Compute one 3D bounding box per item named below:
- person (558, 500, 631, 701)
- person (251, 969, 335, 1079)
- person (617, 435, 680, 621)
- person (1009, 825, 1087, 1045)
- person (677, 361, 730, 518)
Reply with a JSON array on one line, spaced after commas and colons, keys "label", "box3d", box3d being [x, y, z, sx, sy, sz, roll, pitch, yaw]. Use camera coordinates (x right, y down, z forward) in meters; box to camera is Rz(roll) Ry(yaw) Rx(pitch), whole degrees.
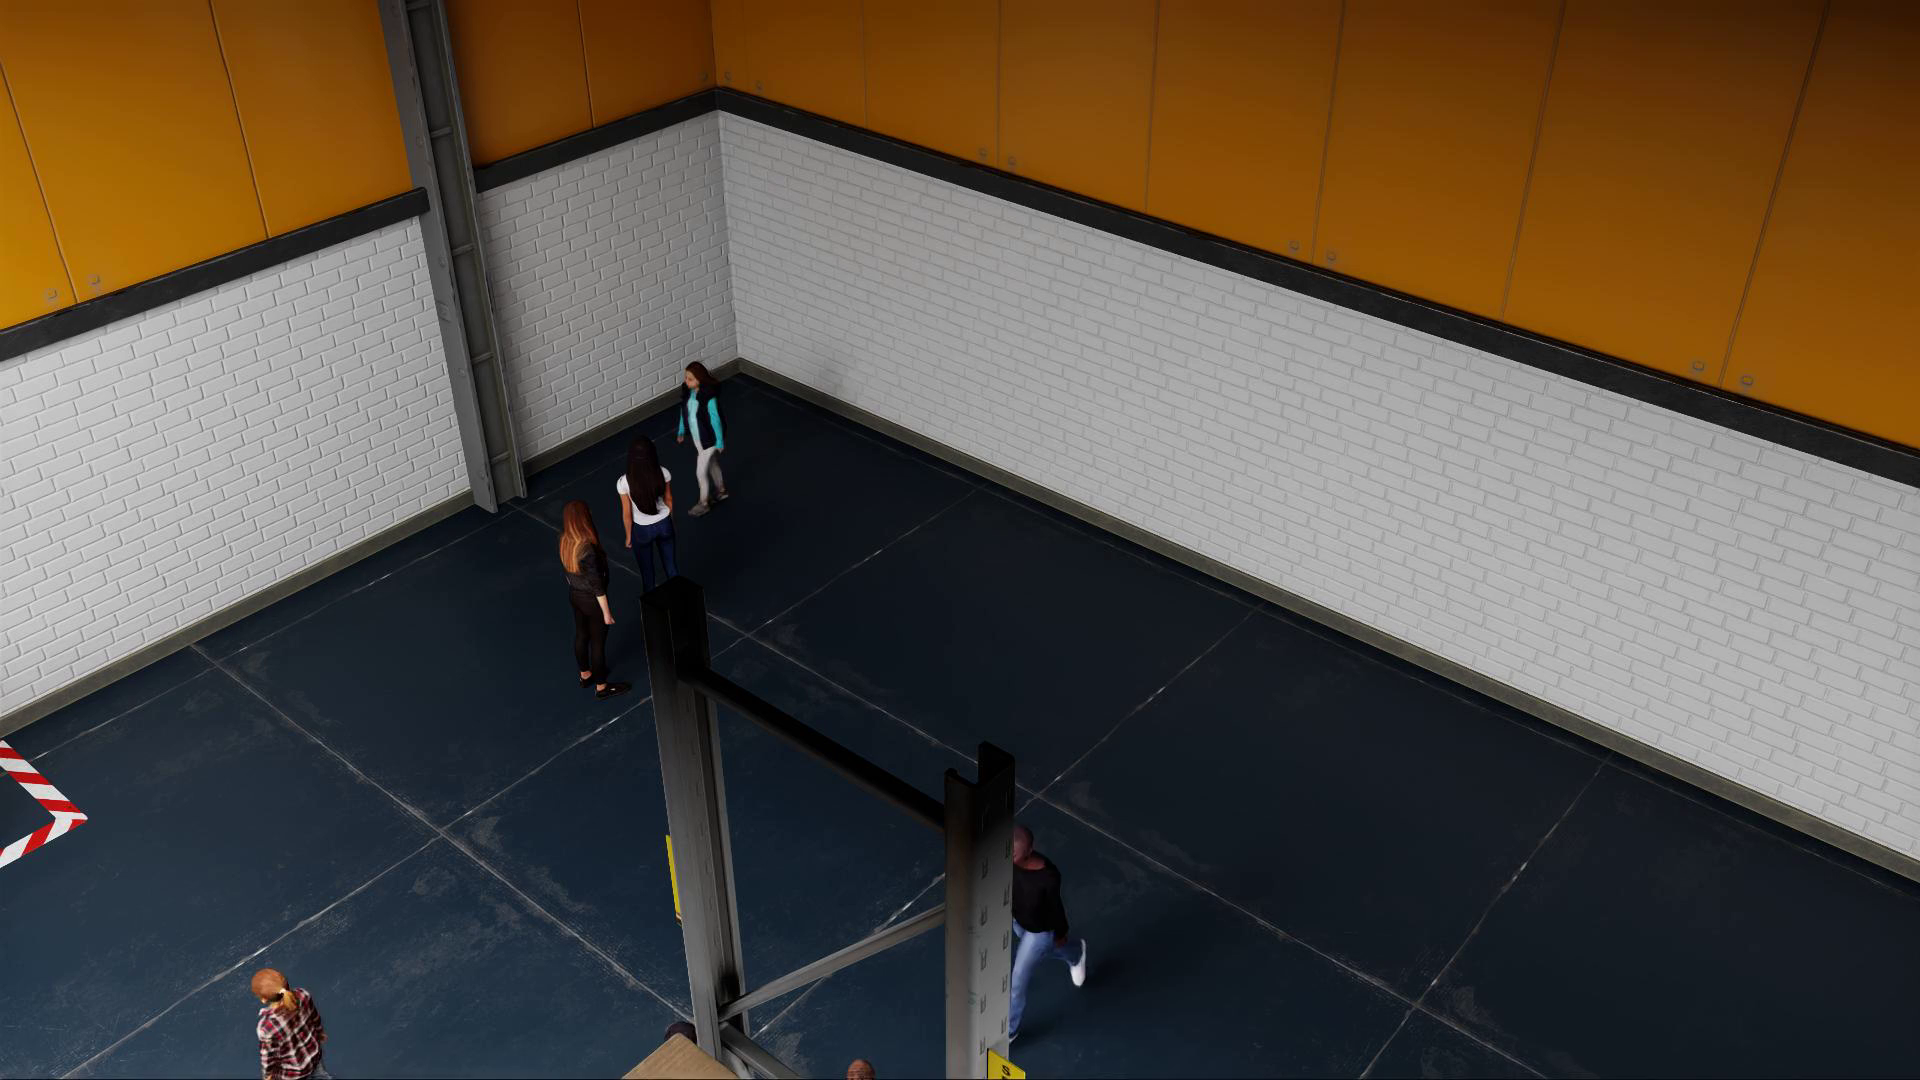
[{"label": "person", "box3d": [-2.826, 0.442, 12.580, 0.548, 1.712, 0.627, -28, 43, -35]}, {"label": "person", "box3d": [-3.694, 2.870, 9.297, 0.659, 1.304, 0.520, 20, 39, 28]}, {"label": "person", "box3d": [-2.452, -0.059, 13.278, 0.576, 1.775, 0.714, -17, 37, -24]}, {"label": "person", "box3d": [0.502, 2.246, 9.888, 0.617, 1.688, 1.179, 25, 41, 33]}, {"label": "person", "box3d": [-2.227, -0.964, 14.906, 0.767, 1.480, 0.646, -24, 41, -32]}]
